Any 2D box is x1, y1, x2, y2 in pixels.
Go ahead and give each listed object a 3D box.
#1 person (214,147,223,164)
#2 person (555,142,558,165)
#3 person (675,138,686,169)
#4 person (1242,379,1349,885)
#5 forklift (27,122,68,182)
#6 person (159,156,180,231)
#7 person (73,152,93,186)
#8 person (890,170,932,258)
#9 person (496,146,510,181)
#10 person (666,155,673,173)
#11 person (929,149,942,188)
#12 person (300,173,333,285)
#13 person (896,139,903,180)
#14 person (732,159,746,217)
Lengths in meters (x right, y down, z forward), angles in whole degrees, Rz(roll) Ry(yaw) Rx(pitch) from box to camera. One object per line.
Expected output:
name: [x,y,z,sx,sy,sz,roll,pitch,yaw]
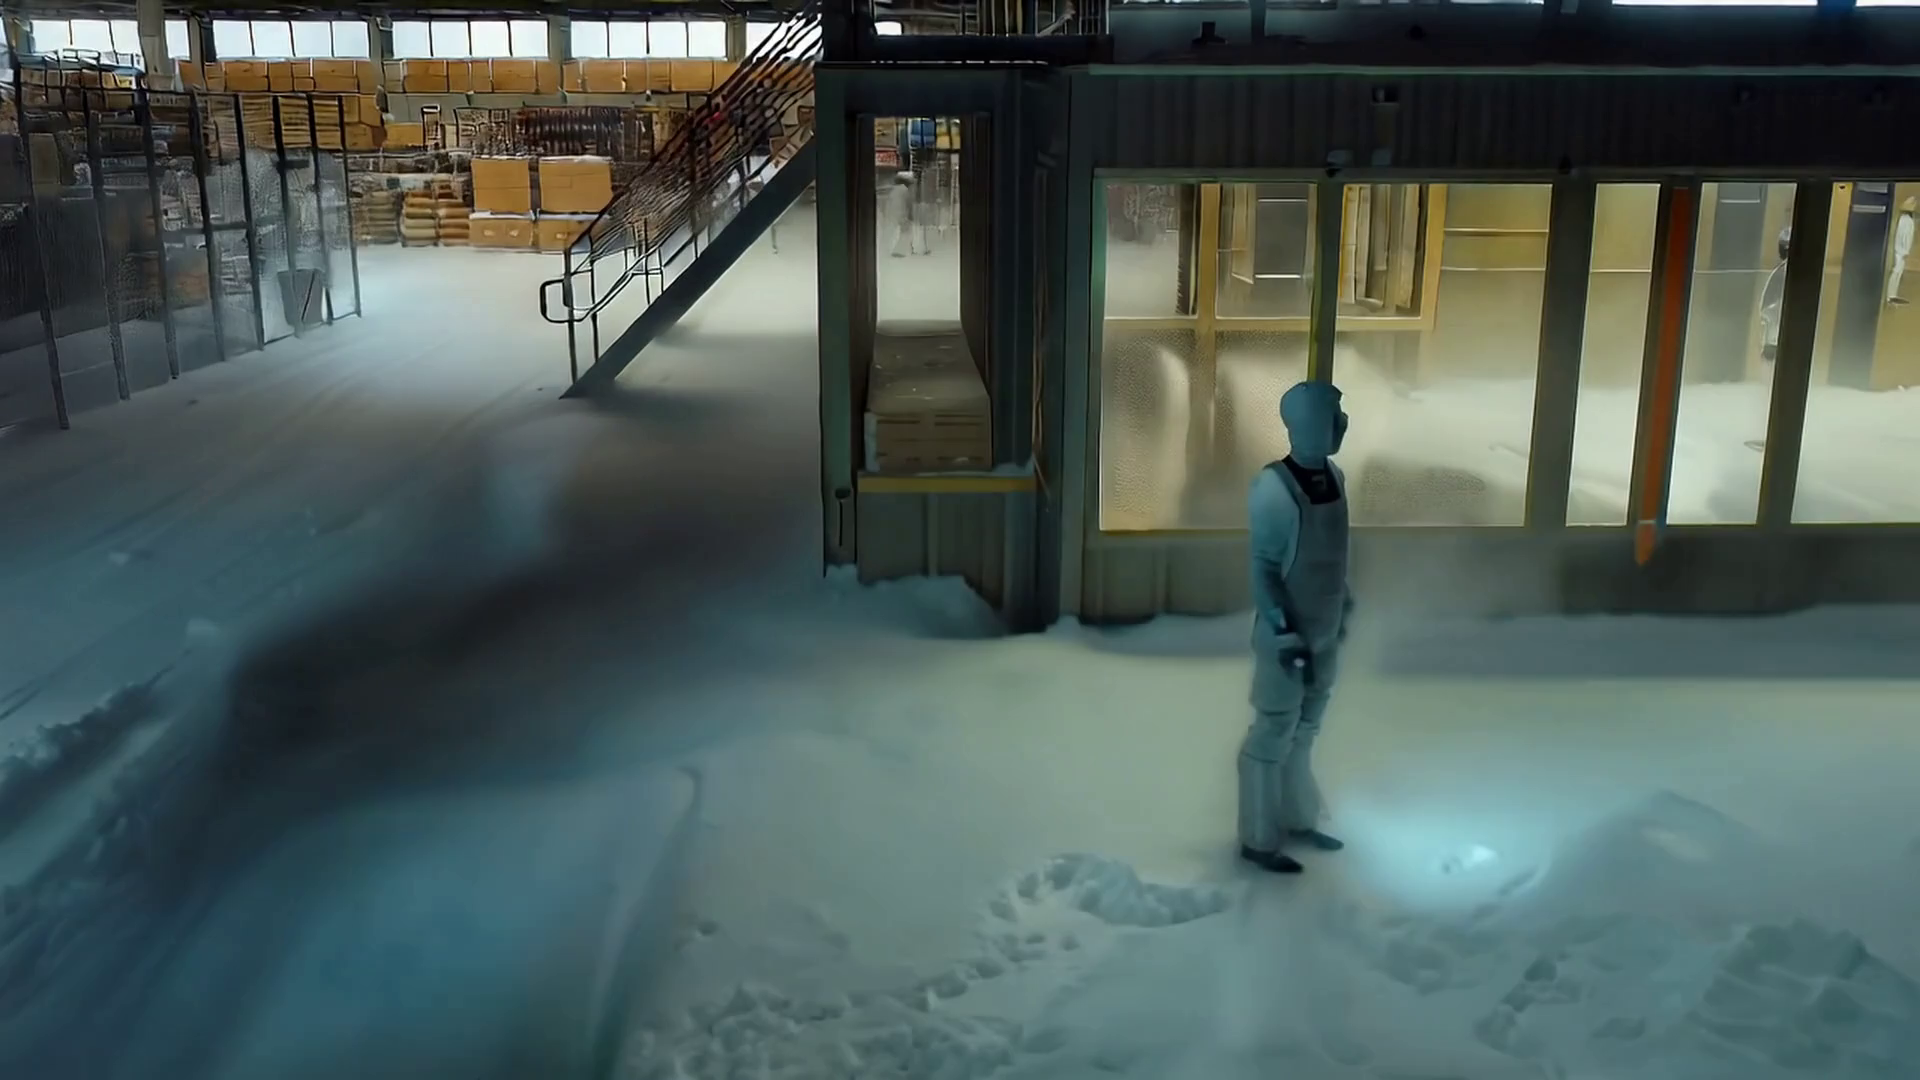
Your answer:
person: [-29.614,-14.747,66.333,0.809,1.872,0.679,-3,14,-13]
person: [-22.657,-21.407,93.253,0.840,1.717,0.578,-1,14,-3]
person: [-14.232,-19.396,84.586,0.606,2.036,0.406,4,15,15]
person: [1.252,0.330,6.112,0.345,1.847,0.508,13,19,42]
forklift: [-35.376,-14.773,64.377,1.129,2.768,1.873,-1,14,-2]
person: [-18.485,-7.972,38.993,0.376,1.995,0.612,-4,15,-16]
person: [-23.782,-9.572,45.389,0.637,1.987,1.027,1,14,5]
person: [-1.037,-6.744,34.495,0.901,1.786,0.624,1,14,3]
person: [-19.025,-15.496,69.388,0.586,1.835,0.403,-3,14,-11]
person: [-11.190,-13.986,63.863,0.864,1.587,0.514,-2,14,-9]
person: [-1.097,-16.199,72.450,0.626,1.722,0.344,-5,15,-20]
person: [-11.034,-5.332,28.587,0.552,1.922,0.474,-11,18,-37]
person: [-2.986,-18.997,83.063,0.392,1.991,0.612,4,15,16]
person: [-5.606,-8.769,42.294,0.374,1.935,0.552,1,14,4]
